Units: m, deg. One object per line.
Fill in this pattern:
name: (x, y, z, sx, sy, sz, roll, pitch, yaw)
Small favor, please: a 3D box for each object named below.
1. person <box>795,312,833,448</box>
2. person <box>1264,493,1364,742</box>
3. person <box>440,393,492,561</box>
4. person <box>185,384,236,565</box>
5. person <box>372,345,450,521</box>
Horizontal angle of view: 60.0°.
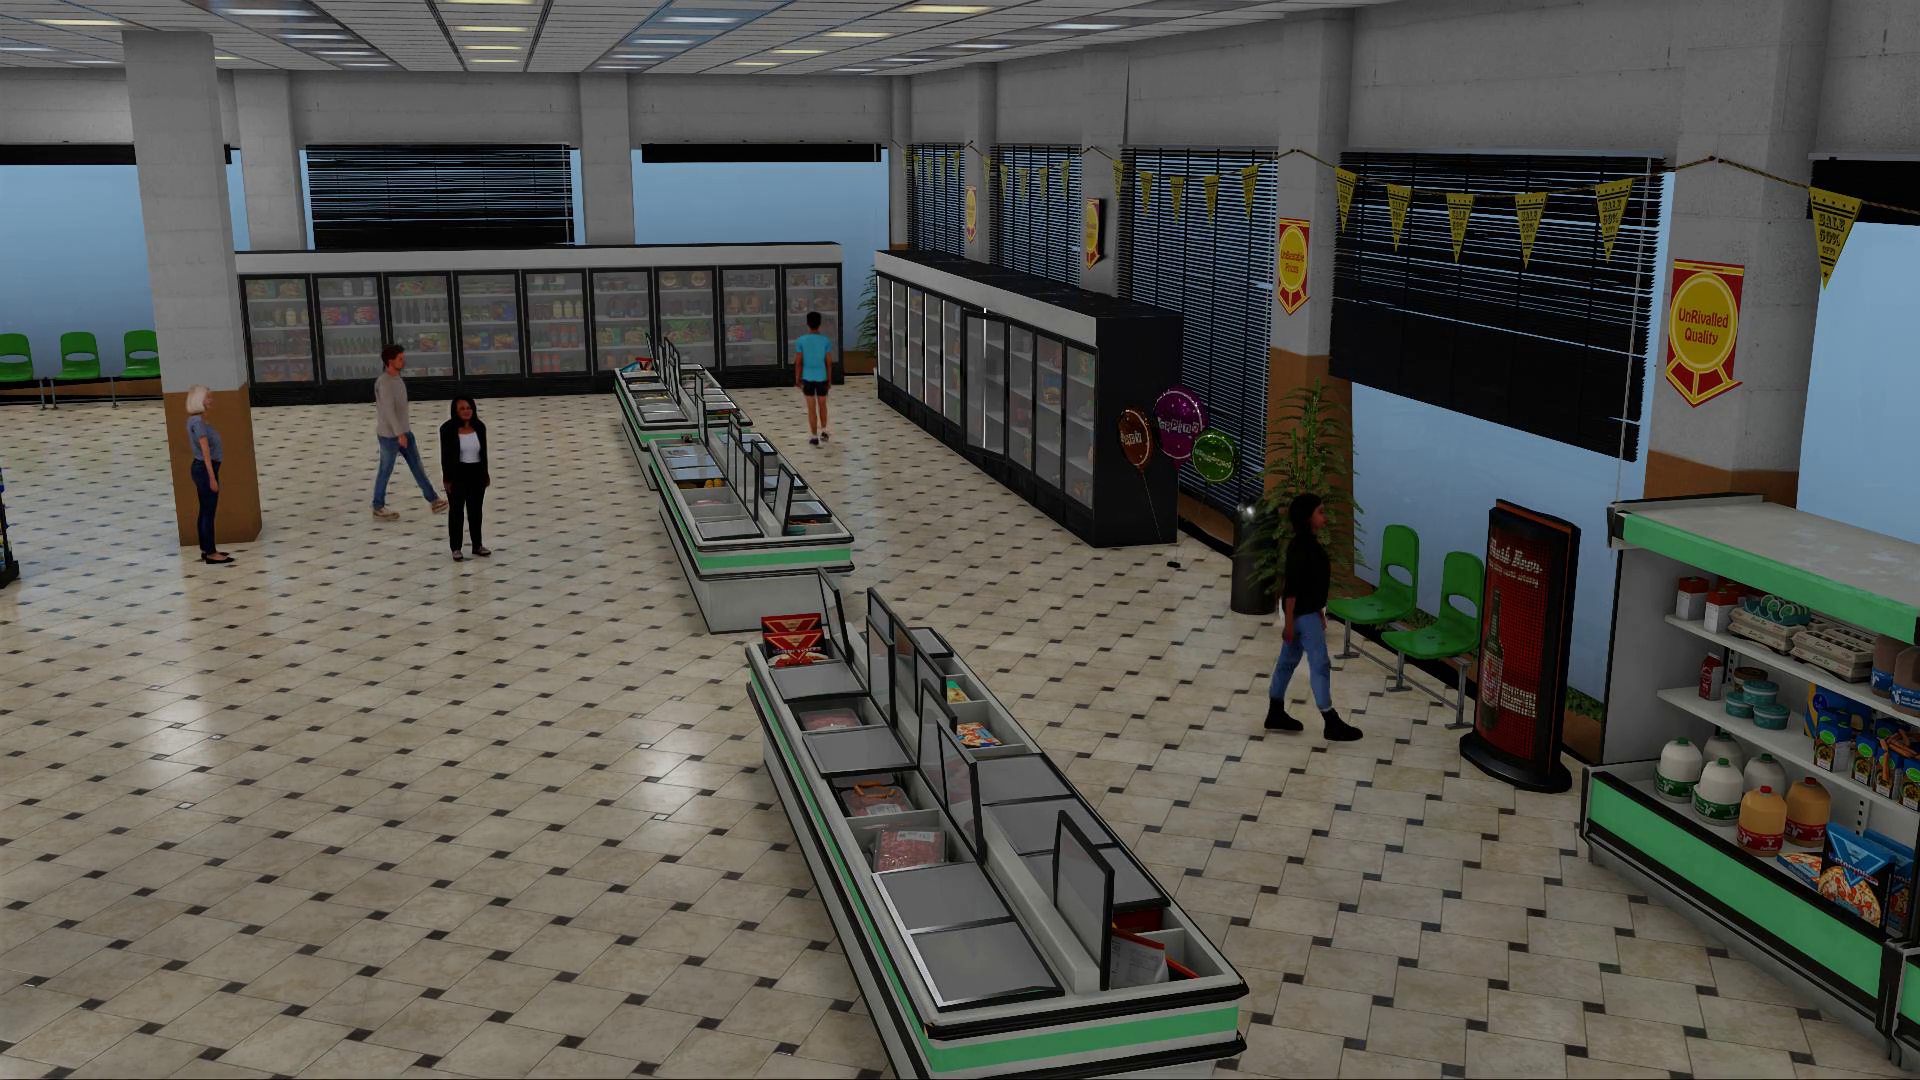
person: (-1.901, -2.097, 21.898, 0.624, 1.762, 0.587, -3, 14, -13)
person: (2.236, 0.524, 11.276, 0.957, 1.675, 0.951, 5, 15, 20)
person: (-4.802, -0.626, 16.143, 0.745, 1.616, 0.768, -12, 18, -40)
person: (-7.259, -0.641, 15.985, 0.699, 1.719, 0.543, -8, 16, -30)
person: (-6.089, -1.109, 17.618, 0.967, 1.860, 1.150, 0, 14, 2)
